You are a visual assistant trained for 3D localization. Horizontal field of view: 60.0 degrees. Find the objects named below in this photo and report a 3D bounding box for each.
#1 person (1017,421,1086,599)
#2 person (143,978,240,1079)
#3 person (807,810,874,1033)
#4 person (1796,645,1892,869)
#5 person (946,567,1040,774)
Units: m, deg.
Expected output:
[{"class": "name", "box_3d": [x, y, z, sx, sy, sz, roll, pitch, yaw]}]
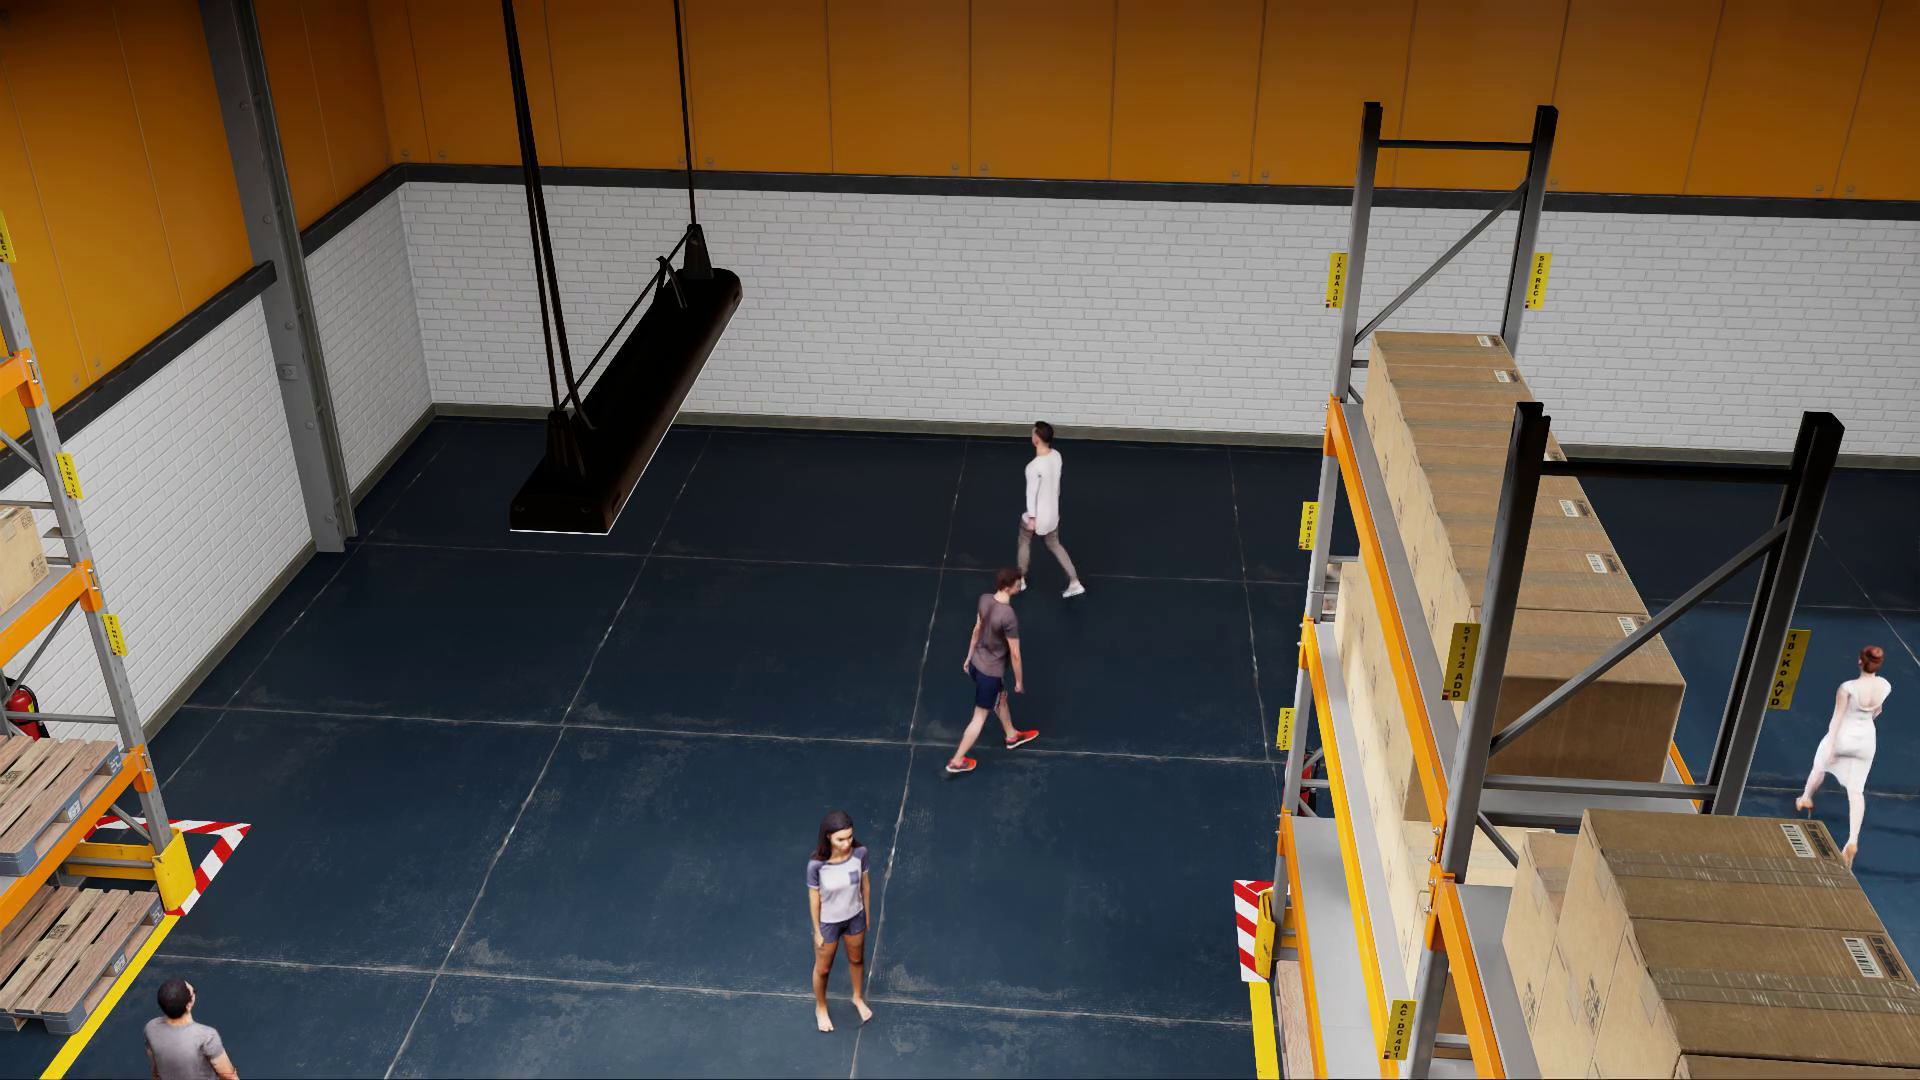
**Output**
[{"class": "person", "box_3d": [0.844, -0.243, 15.706, 1.161, 1.809, 1.193, 23, 36, 35]}, {"class": "person", "box_3d": [-4.339, 3.231, 9.405, 0.674, 1.743, 0.636, 5, 29, 9]}, {"class": "person", "box_3d": [-0.792, 2.461, 10.831, 0.651, 1.729, 0.656, -12, 31, -21]}, {"class": "person", "box_3d": [6.657, 1.611, 12.371, 0.592, 1.748, 1.077, 1, 29, 2]}, {"class": "person", "box_3d": [0.155, 1.068, 13.300, 1.125, 1.811, 1.168, -18, 33, -29]}]
